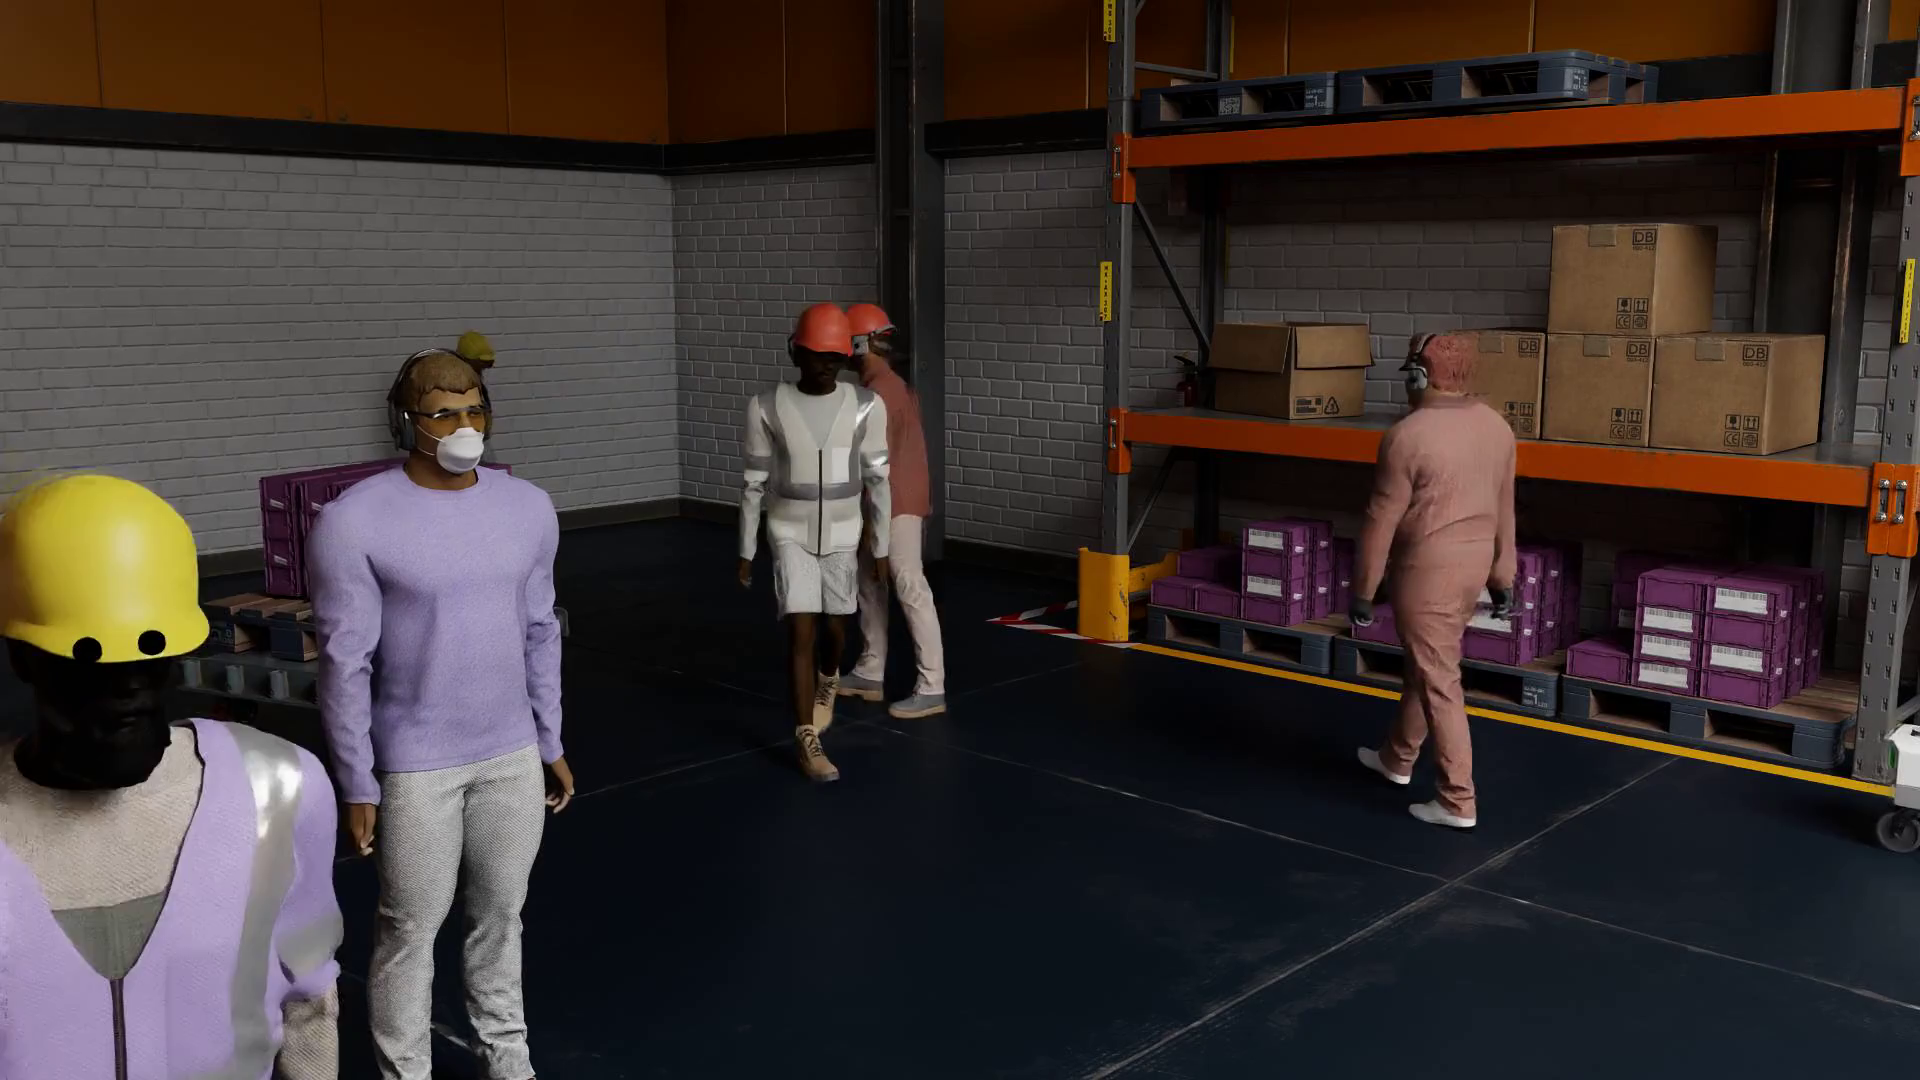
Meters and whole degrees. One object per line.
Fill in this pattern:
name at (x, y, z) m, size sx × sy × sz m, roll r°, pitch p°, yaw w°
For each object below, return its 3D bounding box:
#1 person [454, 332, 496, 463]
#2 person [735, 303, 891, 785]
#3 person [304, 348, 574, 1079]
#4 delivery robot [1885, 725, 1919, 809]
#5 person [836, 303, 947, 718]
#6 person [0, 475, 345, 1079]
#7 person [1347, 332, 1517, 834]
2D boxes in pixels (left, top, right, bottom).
person at (-3.323, -0.559, 11.301) m, size 0.389 × 1.700 × 0.564 m, roll -3°, pitch 10°, yaw -19°
person at (-0.642, -0.031, 7.200) m, size 0.662 × 1.992 × 1.027 m, roll -2°, pitch 10°, yaw -13°
person at (-1.188, 0.522, 3.927) m, size 0.372 × 1.940 × 0.631 m, roll 8°, pitch 12°, yaw 40°
delivery robot at (3.715, 0.838, 5.932) m, size 0.707 × 0.478 × 0.477 m, roll 8°, pitch 12°, yaw 40°
person at (-0.372, -0.140, 7.938) m, size 0.653 × 1.957 × 0.621 m, roll 0°, pitch 9°, yaw 0°
person at (-0.983, 0.870, 1.973) m, size 0.597 × 1.880 × 0.966 m, roll -6°, pitch 11°, yaw -33°
person at (1.761, 0.138, 6.480) m, size 0.685 × 1.871 × 0.897 m, roll -6°, pitch 11°, yaw -33°
